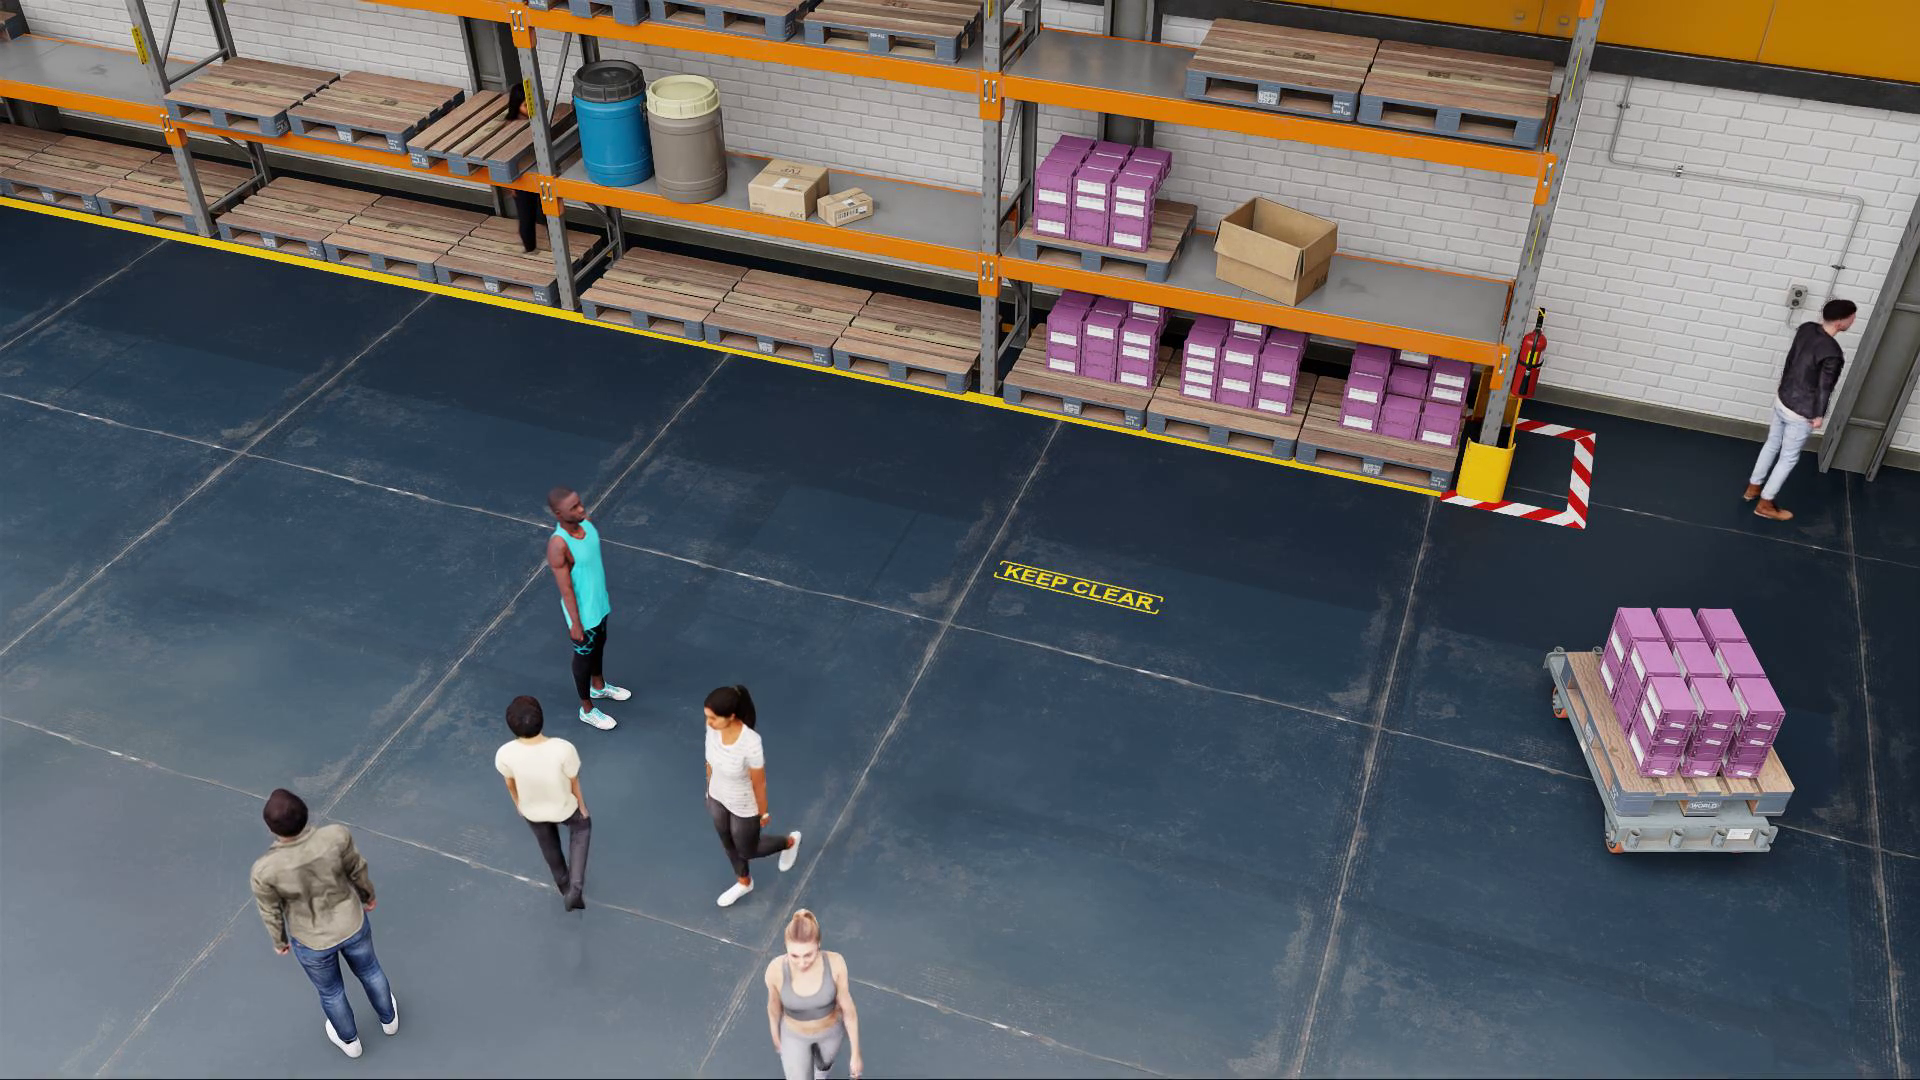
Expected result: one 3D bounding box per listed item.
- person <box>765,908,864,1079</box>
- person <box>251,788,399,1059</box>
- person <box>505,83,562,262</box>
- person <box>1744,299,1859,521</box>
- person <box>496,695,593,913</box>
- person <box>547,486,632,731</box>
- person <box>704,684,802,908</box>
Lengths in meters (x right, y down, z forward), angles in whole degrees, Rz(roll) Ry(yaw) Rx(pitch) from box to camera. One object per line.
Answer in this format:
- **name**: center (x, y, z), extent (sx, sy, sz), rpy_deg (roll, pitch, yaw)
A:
- **person**: center (-0.719, 2.343, 8.111), extent (1.035, 1.669, 0.983), rpy_deg (-9, 39, -11)
- **person**: center (-3.209, 1.955, 8.439), extent (0.794, 1.866, 0.781), rpy_deg (-27, 46, -30)
- **person**: center (-3.849, -3.283, 15.039), extent (0.775, 1.814, 0.817), rpy_deg (-21, 43, -24)
- **person**: center (6.114, -0.973, 12.133), extent (0.743, 1.832, 0.755), rpy_deg (-8, 39, -10)
- **person**: center (-2.272, 1.514, 9.221), extent (0.727, 1.579, 0.790), rpy_deg (-3, 39, -4)
- **person**: center (-2.360, 0.397, 10.434), extent (0.564, 1.810, 0.652), rpy_deg (7, 39, 9)
- **person**: center (-1.176, 1.398, 9.328), extent (0.831, 1.627, 0.812), rpy_deg (31, 48, 32)
